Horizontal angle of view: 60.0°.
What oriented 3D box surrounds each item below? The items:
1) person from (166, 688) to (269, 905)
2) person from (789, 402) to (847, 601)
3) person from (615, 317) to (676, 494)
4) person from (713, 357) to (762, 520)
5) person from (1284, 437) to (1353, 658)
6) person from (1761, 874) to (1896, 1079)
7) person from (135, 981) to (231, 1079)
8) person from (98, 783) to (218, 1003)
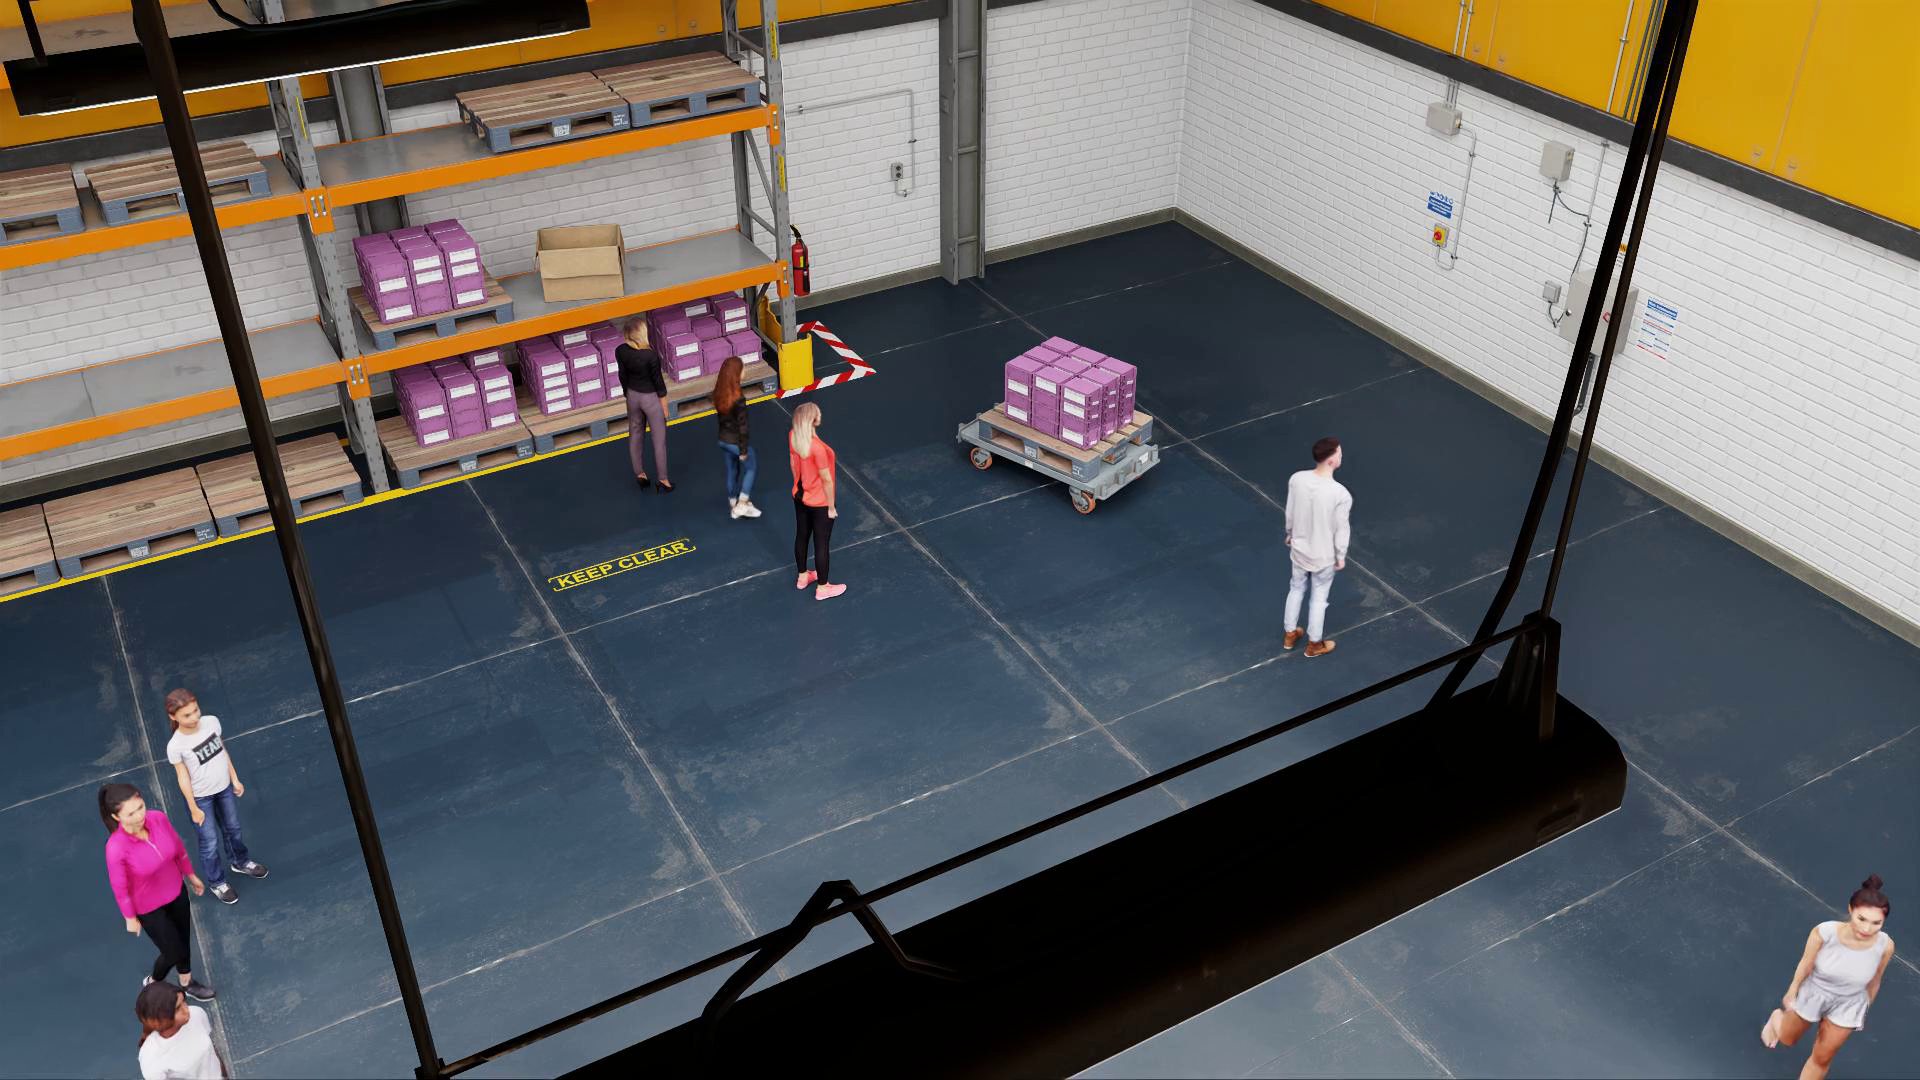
[{"bbox_3d":[-4.656,1.544,10.303,0.682,1.562,0.595,16,37,22],"label":"person"},{"bbox_3d":[-1.156,-0.322,12.991,0.592,1.693,0.637,-27,42,-34],"label":"person"},{"bbox_3d":[-2.703,-1.144,14.248,0.672,1.672,0.708,13,36,18],"label":"person"},{"bbox_3d":[-1.948,-0.818,13.943,0.638,1.467,0.630,26,42,34],"label":"person"},{"bbox_3d":[2.627,0.054,12.295,0.745,1.838,0.674,28,43,36],"label":"person"},{"bbox_3d":[4.677,2.412,8.967,0.857,1.595,0.921,9,35,13],"label":"person"},{"bbox_3d":[-3.823,2.826,8.240,0.990,1.711,0.922,7,34,11],"label":"person"},{"bbox_3d":[-4.644,2.015,9.480,0.796,1.688,0.736,8,34,12],"label":"person"}]
